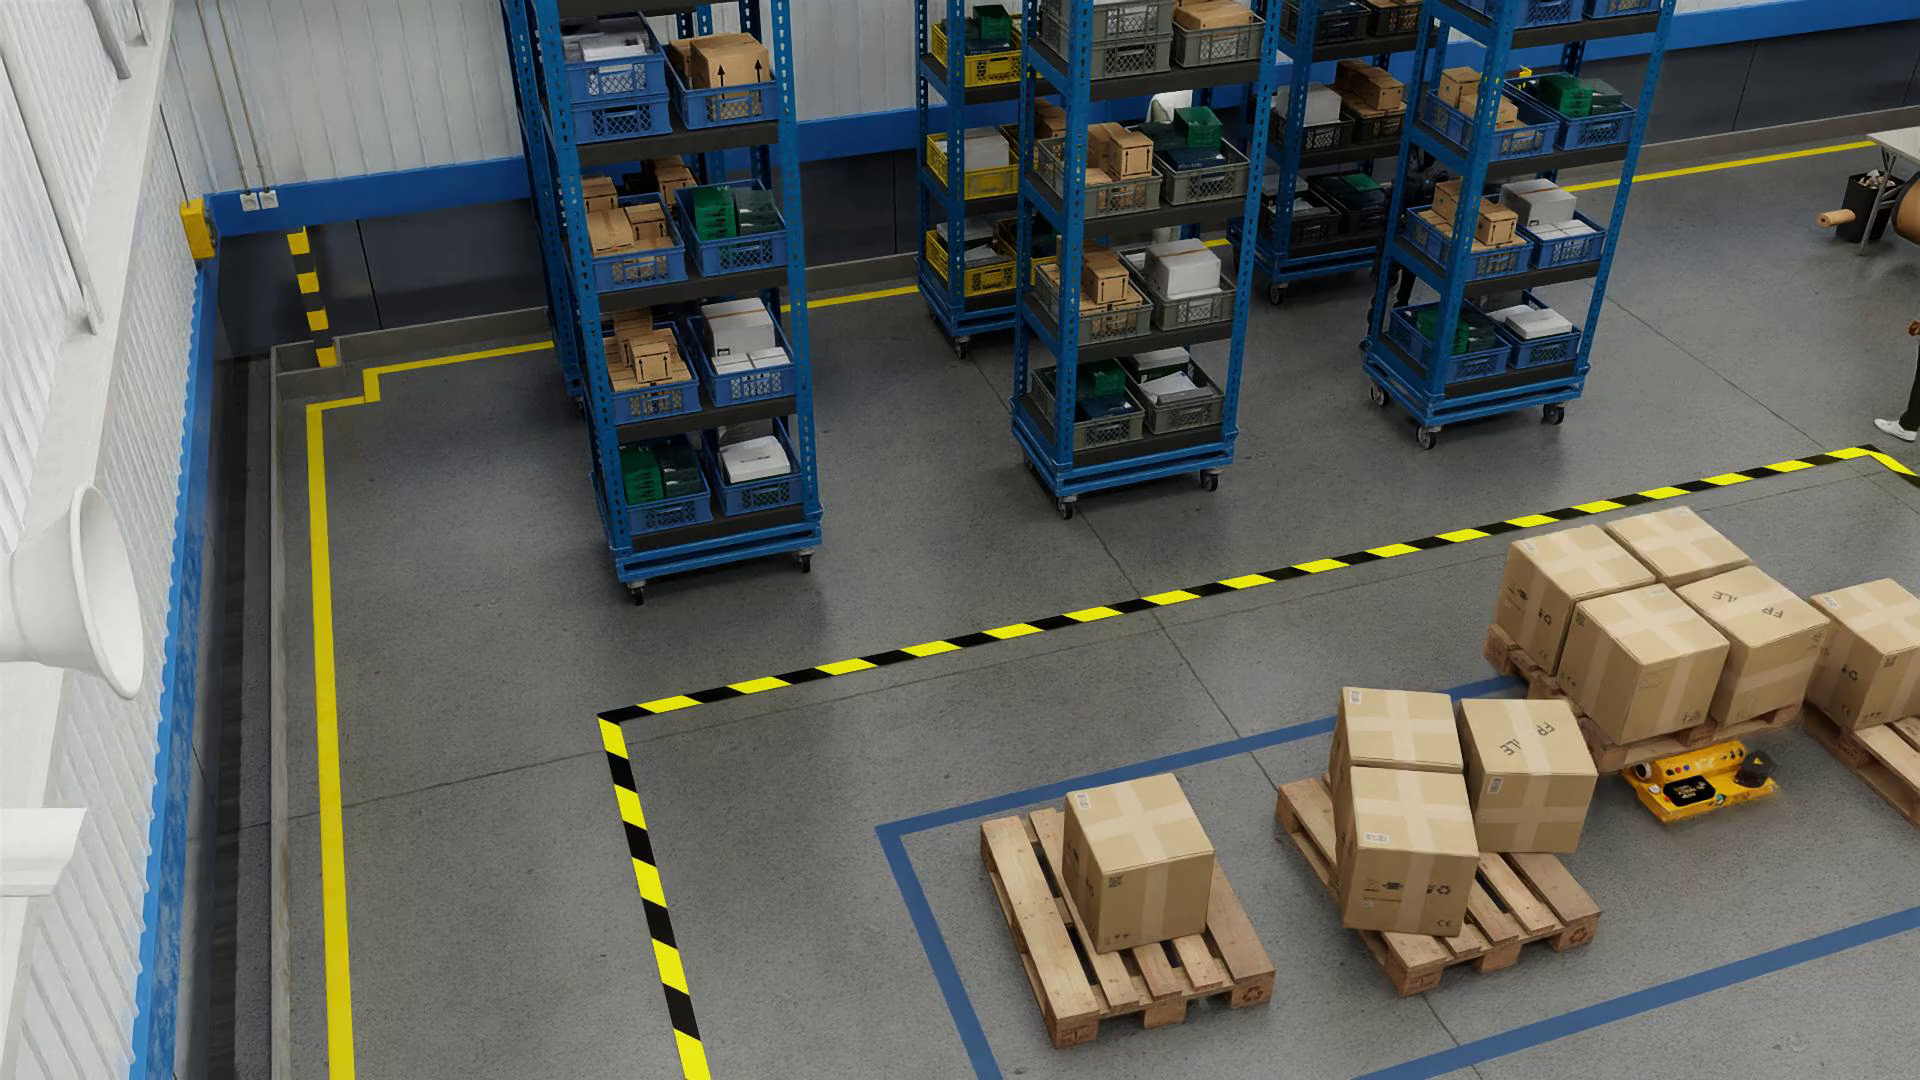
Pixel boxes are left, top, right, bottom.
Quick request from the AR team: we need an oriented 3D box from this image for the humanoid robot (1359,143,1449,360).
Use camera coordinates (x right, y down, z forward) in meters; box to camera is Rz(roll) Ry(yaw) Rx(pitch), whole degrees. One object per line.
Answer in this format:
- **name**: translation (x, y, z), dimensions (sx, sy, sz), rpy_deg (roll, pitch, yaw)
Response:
- **humanoid robot**: translation (3.163, -2.082, 11.772), dimensions (0.599, 1.657, 0.315), rpy_deg (-15, 38, -20)

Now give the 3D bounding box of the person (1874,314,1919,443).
- **person**: translation (6.453, -1.497, 10.809), dimensions (0.586, 1.848, 0.392), rpy_deg (-11, 37, -15)

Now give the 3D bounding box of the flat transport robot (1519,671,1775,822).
- **flat transport robot**: translation (3.553, 0.874, 8.792), dimensions (0.652, 0.197, 1.431), rpy_deg (-11, 37, -15)

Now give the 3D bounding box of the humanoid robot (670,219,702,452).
- **humanoid robot**: translation (-1.733, -1.257, 10.614), dimensions (0.333, 1.651, 0.610), rpy_deg (2, 35, 3)

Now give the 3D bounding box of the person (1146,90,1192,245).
- **person**: translation (1.602, -2.933, 12.845), dimensions (0.391, 1.846, 0.564), rpy_deg (19, 39, 24)

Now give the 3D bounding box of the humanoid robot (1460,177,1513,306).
- **humanoid robot**: translation (3.746, -2.072, 11.816), dimensions (0.630, 1.654, 0.610), rpy_deg (-3, 35, -4)
